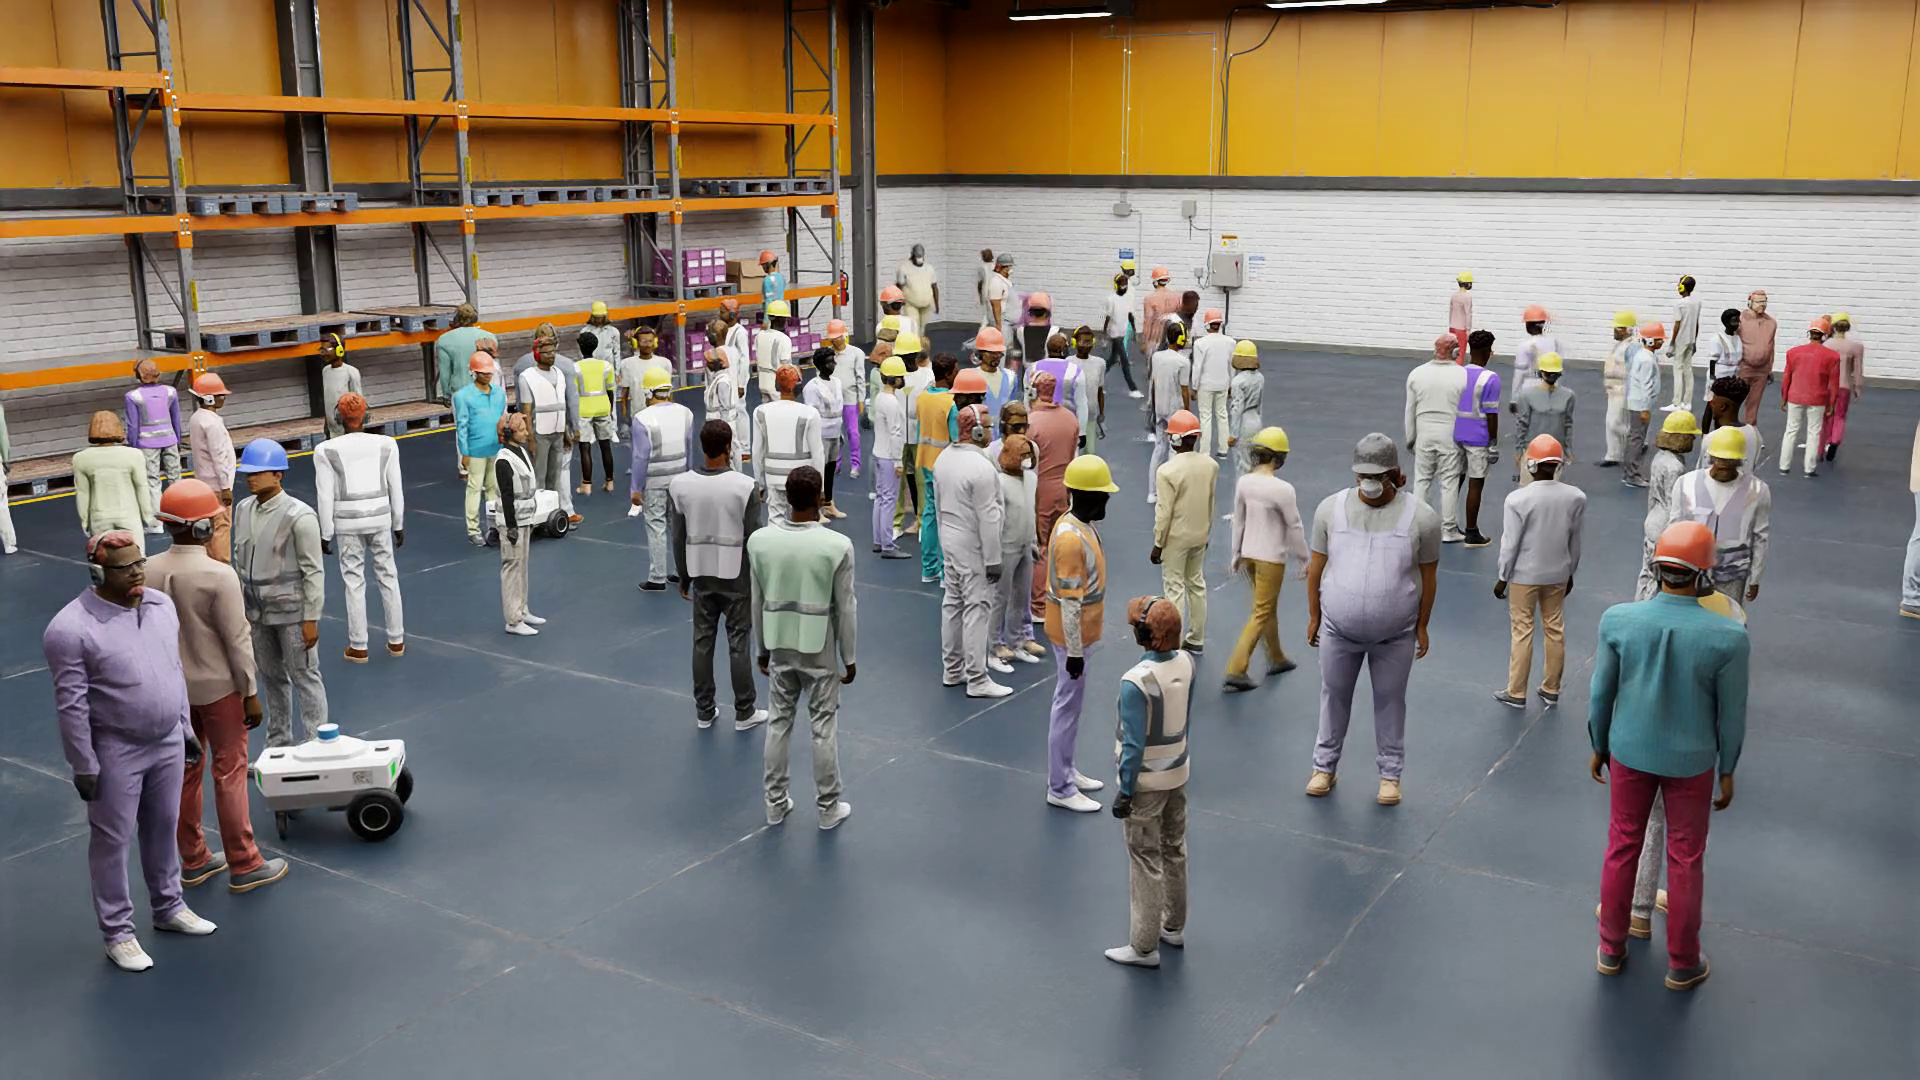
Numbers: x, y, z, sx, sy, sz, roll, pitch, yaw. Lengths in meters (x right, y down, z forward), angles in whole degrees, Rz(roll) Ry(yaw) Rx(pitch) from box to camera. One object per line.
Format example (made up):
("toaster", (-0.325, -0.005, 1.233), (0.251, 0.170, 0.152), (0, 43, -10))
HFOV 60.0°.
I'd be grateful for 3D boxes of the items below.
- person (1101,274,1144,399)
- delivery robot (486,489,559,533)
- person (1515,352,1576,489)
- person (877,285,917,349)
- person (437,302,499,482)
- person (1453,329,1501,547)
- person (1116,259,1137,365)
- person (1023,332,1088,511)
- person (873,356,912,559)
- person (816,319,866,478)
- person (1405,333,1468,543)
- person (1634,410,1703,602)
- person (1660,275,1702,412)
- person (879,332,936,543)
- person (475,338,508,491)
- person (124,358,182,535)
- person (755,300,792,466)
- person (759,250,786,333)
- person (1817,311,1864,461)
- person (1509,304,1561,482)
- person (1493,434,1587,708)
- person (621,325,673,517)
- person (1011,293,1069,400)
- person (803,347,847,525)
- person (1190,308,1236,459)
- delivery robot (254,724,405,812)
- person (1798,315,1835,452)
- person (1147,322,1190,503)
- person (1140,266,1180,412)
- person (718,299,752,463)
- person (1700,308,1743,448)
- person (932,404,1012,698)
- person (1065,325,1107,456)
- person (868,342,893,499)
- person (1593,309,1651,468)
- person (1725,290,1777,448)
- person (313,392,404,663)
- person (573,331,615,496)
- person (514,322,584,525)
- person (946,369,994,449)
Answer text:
("person", (2.294, -2.989, 24.305), (0.941, 1.814, 0.605), (11, 17, 39))
("delivery robot", (-3.981, -0.295, 15.134), (0.477, 0.478, 0.707), (6, 14, 24))
("person", (5.234, -0.805, 14.899), (0.535, 1.767, 0.315), (-1, 13, -3))
("person", (-0.755, -1.853, 18.837), (0.381, 2.045, 0.605), (10, 16, 37))
("person", (-5.267, -1.588, 17.918), (0.635, 1.939, 0.361), (-4, 14, -17))
("person", (4.606, -0.916, 14.966), (0.376, 1.958, 0.603), (-7, 15, -28))
("person", (2.815, -3.848, 28.096), (0.321, 1.769, 0.523), (-1, 13, -6))
("person", (0.918, -1.043, 15.767), (0.631, 1.842, 0.428), (6, 14, 24))
("person", (-0.591, -0.722, 14.543), (0.326, 1.767, 0.533), (-4, 14, -17))
("person", (-1.310, -1.543, 18.169), (0.576, 1.736, 0.355), (3, 13, 15))
("person", (4.380, -0.927, 15.124), (0.652, 1.906, 0.403), (9, 15, 33))
("person", (4.961, -0.045, 11.655), (0.317, 1.742, 0.492), (2, 13, 9))
("person", (9.923, -2.689, 22.854), (0.513, 1.867, 0.329), (-7, 15, -26))
("person", (-0.454, -0.928, 15.081), (0.596, 1.923, 0.364), (2, 13, 9))
("person", (-4.856, -1.286, 17.287), (0.310, 1.631, 0.507), (-6, 14, -23))
("person", (-7.463, -0.866, 15.437), (0.310, 1.642, 0.514), (9, 16, 34))
("person", (-2.018, -1.674, 18.340), (0.397, 1.919, 0.586), (-12, 17, -41))
("person", (-2.935, -3.475, 25.885), (0.386, 2.039, 0.605), (4, 14, 16))
("person", (9.964, -1.734, 18.961), (0.563, 1.741, 0.595), (6, 14, 26))
("person", (6.123, -1.554, 17.803), (0.555, 1.921, 0.428), (-7, 15, -27))
("person", (3.663, 0.197, 10.578), (0.563, 1.753, 0.327), (-3, 13, -12))
("person", (-3.036, -1.157, 16.205), (0.514, 1.870, 0.332), (-2, 13, -8))
("person", (0.910, -1.741, 18.472), (0.617, 1.983, 1.071), (6, 14, 24))
("person", (-1.284, -1.001, 15.901), (0.316, 1.696, 0.540), (7, 15, 27))
("person", (2.906, -1.797, 19.229), (0.569, 1.749, 0.342), (-5, 14, -22))
("delivery robot", (-3.272, 1.201, 8.648), (0.707, 0.478, 0.477), (-3, 13, -12))
("person", (10.290, -1.868, 19.825), (0.303, 1.624, 0.499), (-4, 14, -16))
("person", (2.114, -1.255, 16.668), (0.337, 1.856, 0.524), (-11, 17, -40))
("person", (2.744, -2.761, 22.883), (0.611, 1.995, 0.380), (-8, 15, -32))
("person", (-2.586, -1.813, 19.012), (0.338, 1.882, 0.583), (-7, 15, -26))
("person", (9.143, -1.926, 19.911), (0.536, 1.697, 0.322), (-6, 14, -26))
("person", (0.091, 0.067, 10.808), (0.403, 1.911, 0.637), (-7, 15, -28))
("person", (1.188, -1.159, 16.218), (0.514, 1.868, 0.328), (-3, 13, -15))
("person", (-0.786, -1.191, 16.863), (0.285, 1.633, 0.501), (-4, 13, -15))
("person", (7.414, -1.666, 18.540), (0.488, 1.809, 0.623), (2, 13, 7))
("person", (9.485, -2.042, 19.957), (0.642, 1.909, 0.410), (-2, 13, -10))
("person", (-4.139, -0.083, 11.514), (0.574, 1.882, 0.358), (-8, 15, -33))
("person", (-3.820, -1.306, 17.224), (0.540, 1.695, 0.316), (-9, 16, -35))
("person", (-3.883, -1.086, 15.738), (0.635, 1.937, 0.353), (4, 13, 15))
("person", (0.077, -0.306, 12.360), (0.359, 1.938, 0.545), (-1, 13, -5))
